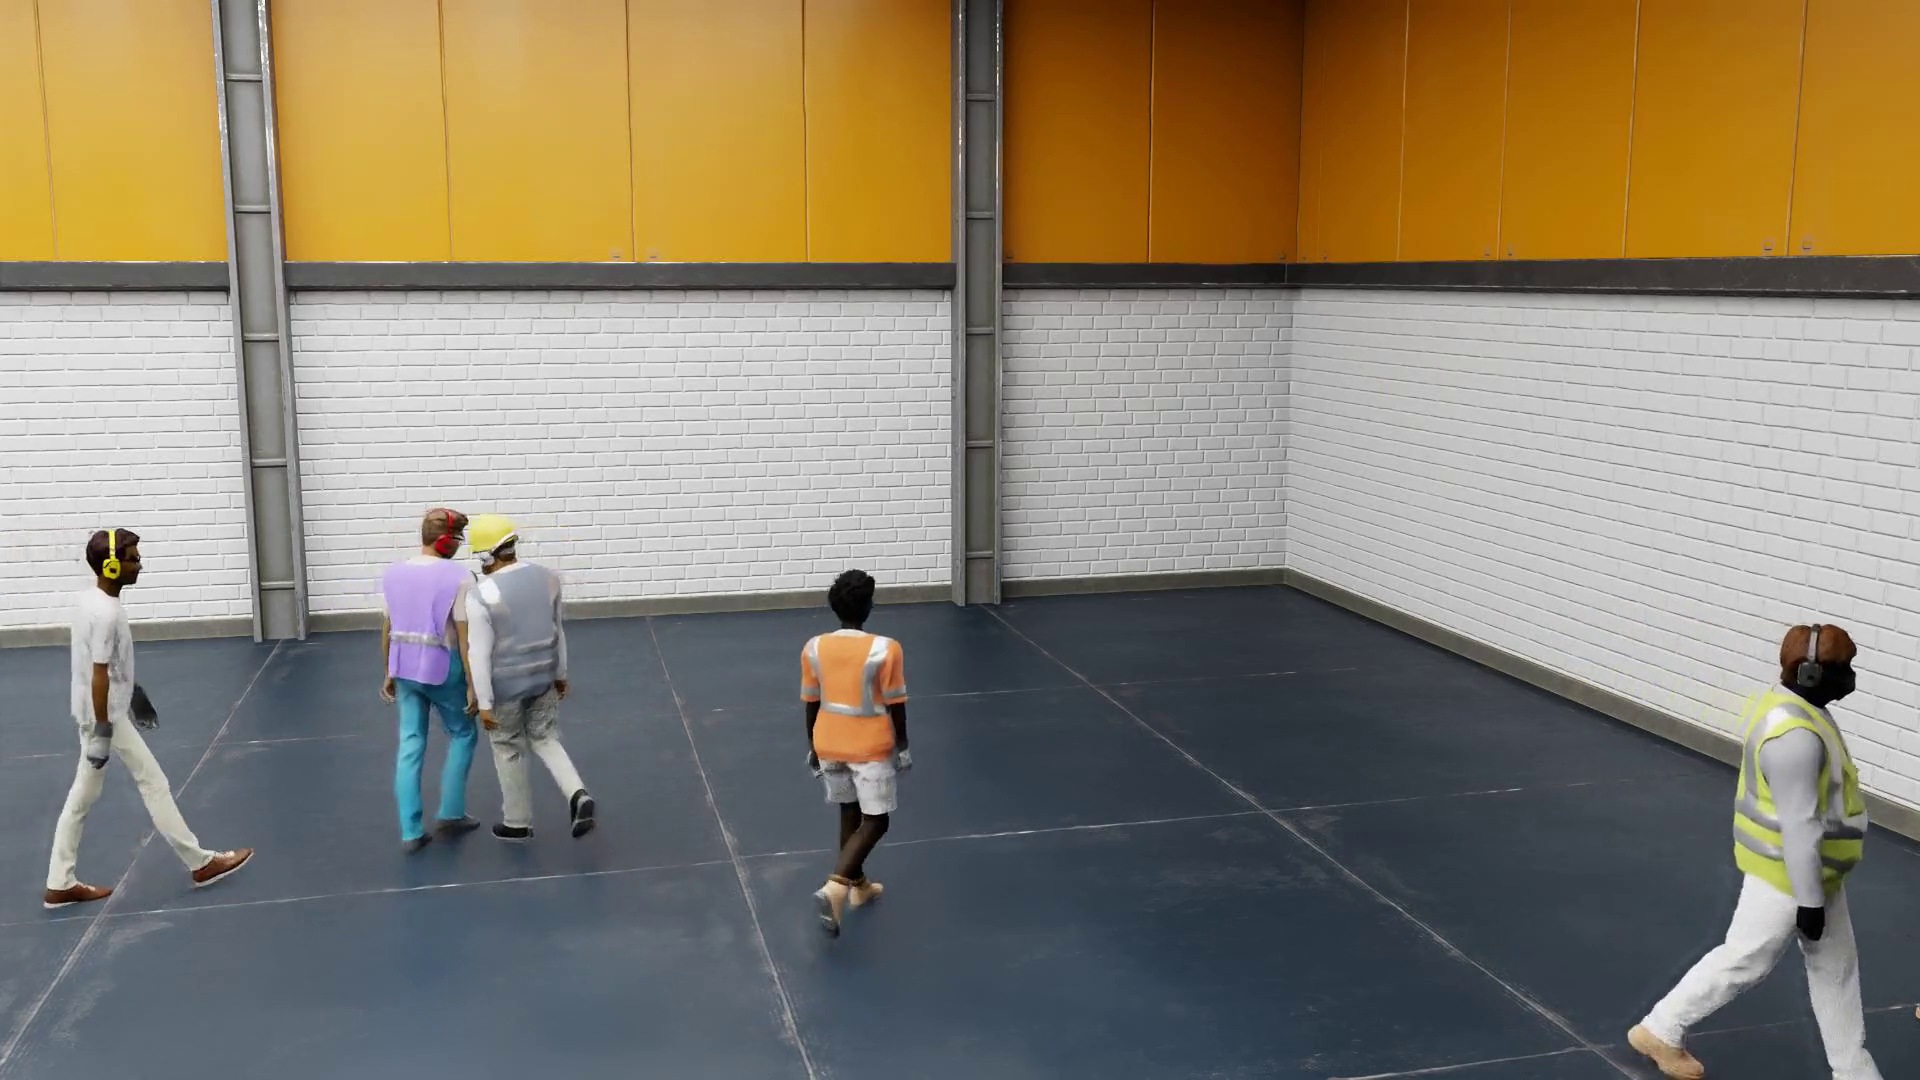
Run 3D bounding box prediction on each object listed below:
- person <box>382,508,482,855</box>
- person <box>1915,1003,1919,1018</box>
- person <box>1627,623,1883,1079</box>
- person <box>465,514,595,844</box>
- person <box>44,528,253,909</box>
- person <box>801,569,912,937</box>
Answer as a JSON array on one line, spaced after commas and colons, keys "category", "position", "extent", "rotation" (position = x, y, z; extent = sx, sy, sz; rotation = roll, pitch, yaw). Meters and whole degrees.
[{"category": "person", "position": [-2.779, 0.728, 8.823], "extent": [0.668, 1.803, 0.669], "rotation": [3, 10, 17]}, {"category": "person", "position": [4.070, 1.053, 6.558], "extent": [0.355, 1.885, 0.575], "rotation": [-2, 9, -12]}, {"category": "person", "position": [2.987, 1.179, 6.069], "extent": [0.956, 1.809, 0.628], "rotation": [5, 11, 30]}, {"category": "person", "position": [-2.255, 0.755, 8.701], "extent": [0.645, 1.796, 0.640], "rotation": [7, 12, 38]}, {"category": "person", "position": [-4.021, 0.845, 8.067], "extent": [0.961, 1.823, 0.541], "rotation": [-7, 11, -37]}, {"category": "person", "position": [-0.524, 0.973, 7.682], "extent": [0.532, 1.676, 0.703], "rotation": [5, 10, 28]}]
